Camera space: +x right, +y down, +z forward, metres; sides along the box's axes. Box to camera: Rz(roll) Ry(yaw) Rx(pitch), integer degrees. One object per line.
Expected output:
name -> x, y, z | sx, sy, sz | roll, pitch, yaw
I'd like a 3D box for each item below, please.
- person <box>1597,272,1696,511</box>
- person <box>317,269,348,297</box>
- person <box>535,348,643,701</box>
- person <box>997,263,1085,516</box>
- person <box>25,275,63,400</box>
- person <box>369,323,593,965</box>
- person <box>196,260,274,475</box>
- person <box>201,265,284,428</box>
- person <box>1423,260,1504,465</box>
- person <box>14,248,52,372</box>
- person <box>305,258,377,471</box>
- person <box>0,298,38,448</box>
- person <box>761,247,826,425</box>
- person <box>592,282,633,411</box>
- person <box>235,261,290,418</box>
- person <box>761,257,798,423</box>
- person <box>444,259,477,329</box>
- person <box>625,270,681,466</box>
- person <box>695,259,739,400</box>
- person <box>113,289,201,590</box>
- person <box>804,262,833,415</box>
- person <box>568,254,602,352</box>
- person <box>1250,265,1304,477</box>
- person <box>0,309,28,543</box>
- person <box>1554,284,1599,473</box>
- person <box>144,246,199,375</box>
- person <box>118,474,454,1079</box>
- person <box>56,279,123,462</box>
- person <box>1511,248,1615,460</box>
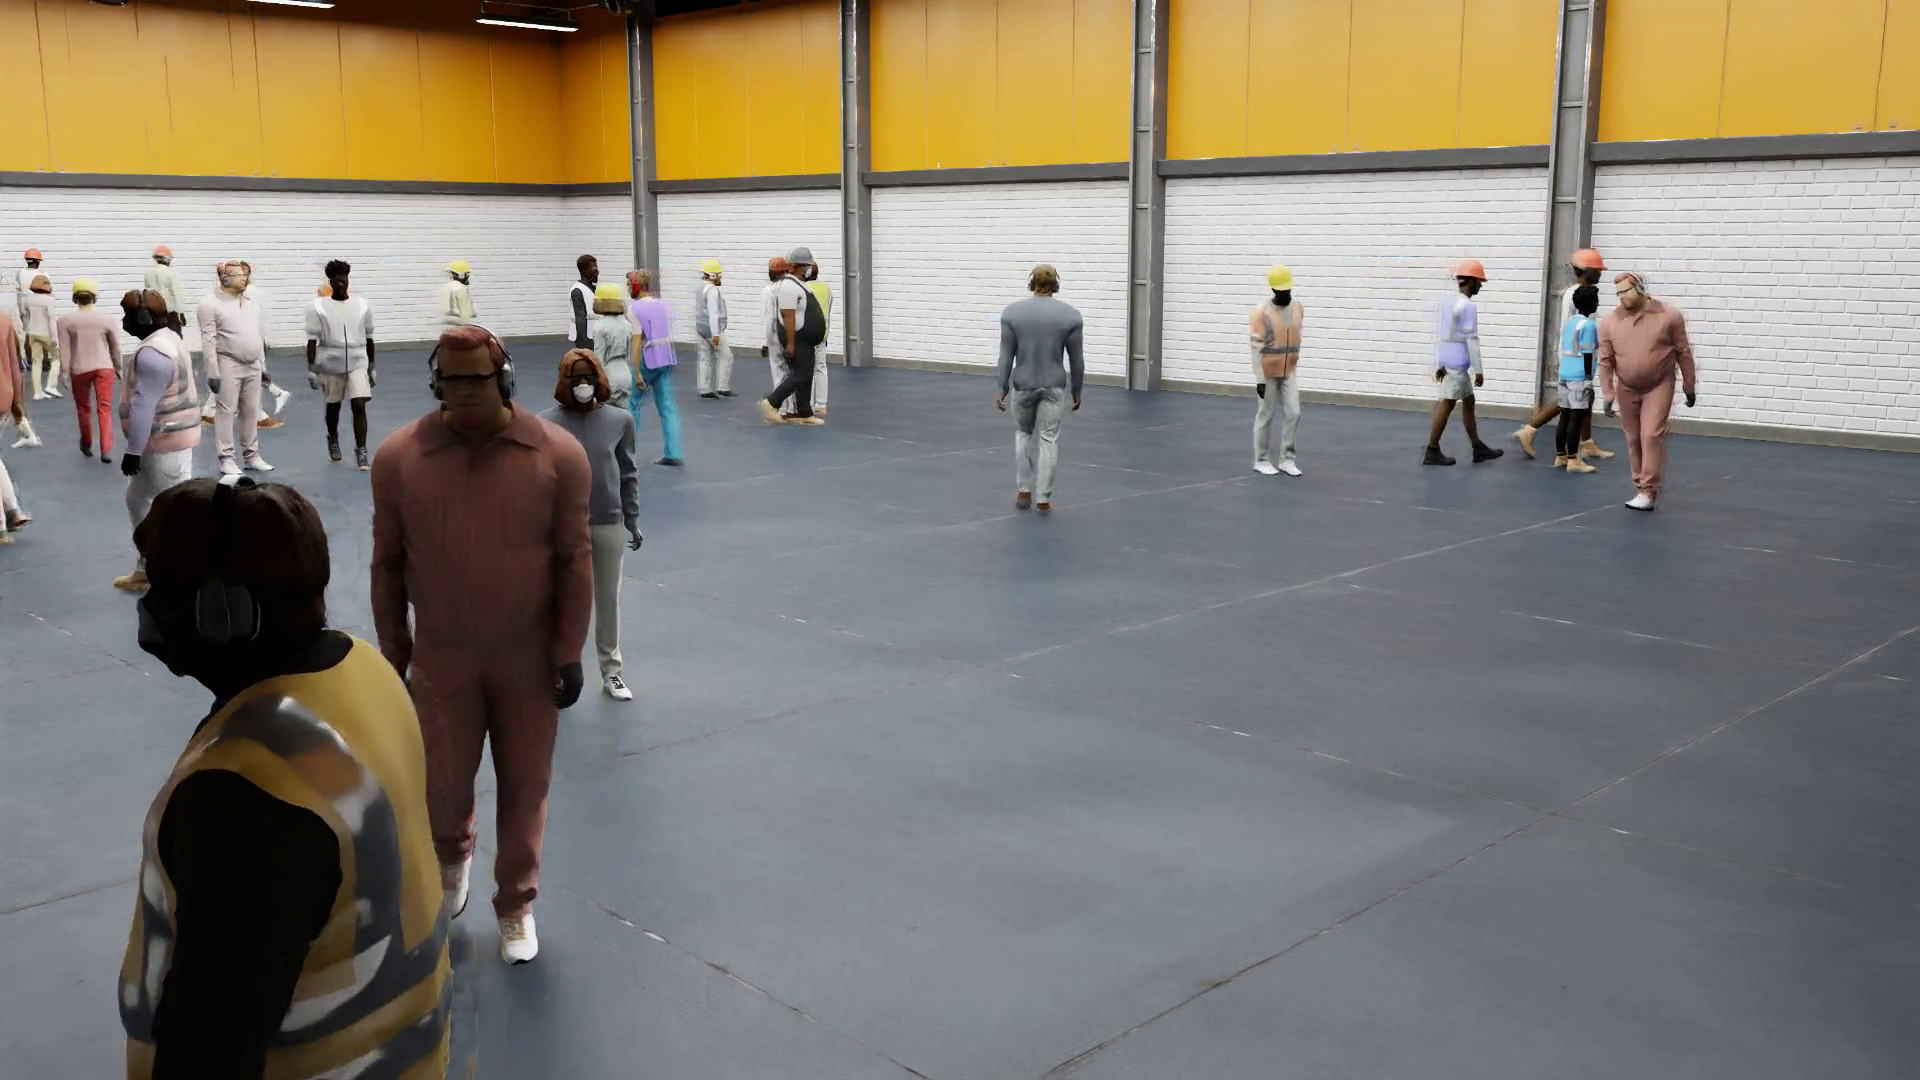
person -> 5.275, -1.141, 12.909 | 0.722, 1.852, 0.784 | 8, 13, 38
person -> -9.600, -3.394, 25.592 | 0.534, 1.697, 0.318 | 3, 11, 16
person -> -1.697, -0.056, 7.559 | 0.507, 1.632, 0.268 | -5, 12, -26
person -> 0.632, -1.172, 12.866 | 0.666, 1.912, 0.748 | 1, 10, 4
person -> -11.950, -2.636, 21.668 | 0.512, 1.616, 0.405 | 3, 11, 14
person -> -1.398, 0.305, 4.920 | 0.643, 1.888, 0.474 | -2, 11, -13
person -> -6.462, -1.537, 14.910 | 0.403, 1.905, 0.671 | 5, 11, 24
person -> -8.055, -2.138, 18.420 | 0.958, 1.833, 0.583 | -1, 10, -5
person -> 4.744, -1.630, 15.427 | 0.915, 1.889, 0.584 | 0, 10, -3
person -> -14.501, -3.605, 26.116 | 0.543, 1.930, 0.380 | 0, 10, -1
person -> -5.716, -1.631, 15.365 | 0.613, 1.932, 0.964 | -6, 12, -28
person -> -9.749, -1.829, 16.748 | 1.023, 1.815, 0.537 | 2, 11, 13
person -> -1.818, -2.275, 18.552 | 0.646, 2.000, 0.688 | 1, 10, 3
person -> -3.027, -1.357, 14.386 | 0.361, 1.728, 0.493 | 6, 12, 31
person -> -8.189, -2.323, 19.343 | 0.611, 1.845, 0.543 | 0, 10, 0
person -> -2.047, -2.268, 18.946 | 0.360, 1.882, 0.575 | 7, 13, 35
person -> -6.665, -2.809, 22.066 | 0.537, 1.816, 0.615 | -6, 12, -29
person -> -2.971, -1.586, 15.434 | 0.866, 1.810, 0.595 | 6, 12, 28
person -> -3.113, -2.710, 21.522 | 0.610, 1.815, 0.620 | -5, 12, -26
person -> -4.809, -0.553, 9.782 | 0.700, 1.821, 0.630 | -4, 11, -20
person -> -1.779, -2.371, 19.630 | 0.429, 1.845, 0.633 | 7, 12, 34
person -> -4.130, -2.197, 18.451 | 0.391, 1.922, 0.593 | 0, 10, 2
person -> 2.777, -1.480, 14.668 | 0.620, 1.868, 0.648 | -5, 12, -25
person -> -6.798, -0.951, 11.493 | 0.439, 1.978, 0.646 | 2, 11, 12
person -> 5.588, -1.459, 15.034 | 0.322, 1.696, 0.536 | 0, 10, 0
person -> -12.054, -3.468, 25.291 | 0.708, 1.966, 0.478 | 3, 11, 13
person -> -1.069, 0.813, 2.348 | 0.901, 1.802, 0.654 | -2, 11, -10
person -> -8.248, -1.610, 15.799 | 0.548, 1.710, 0.926 | -7, 12, -32
person -> 5.749, -1.742, 15.734 | 0.929, 2.020, 0.620 | 2, 11, 8
